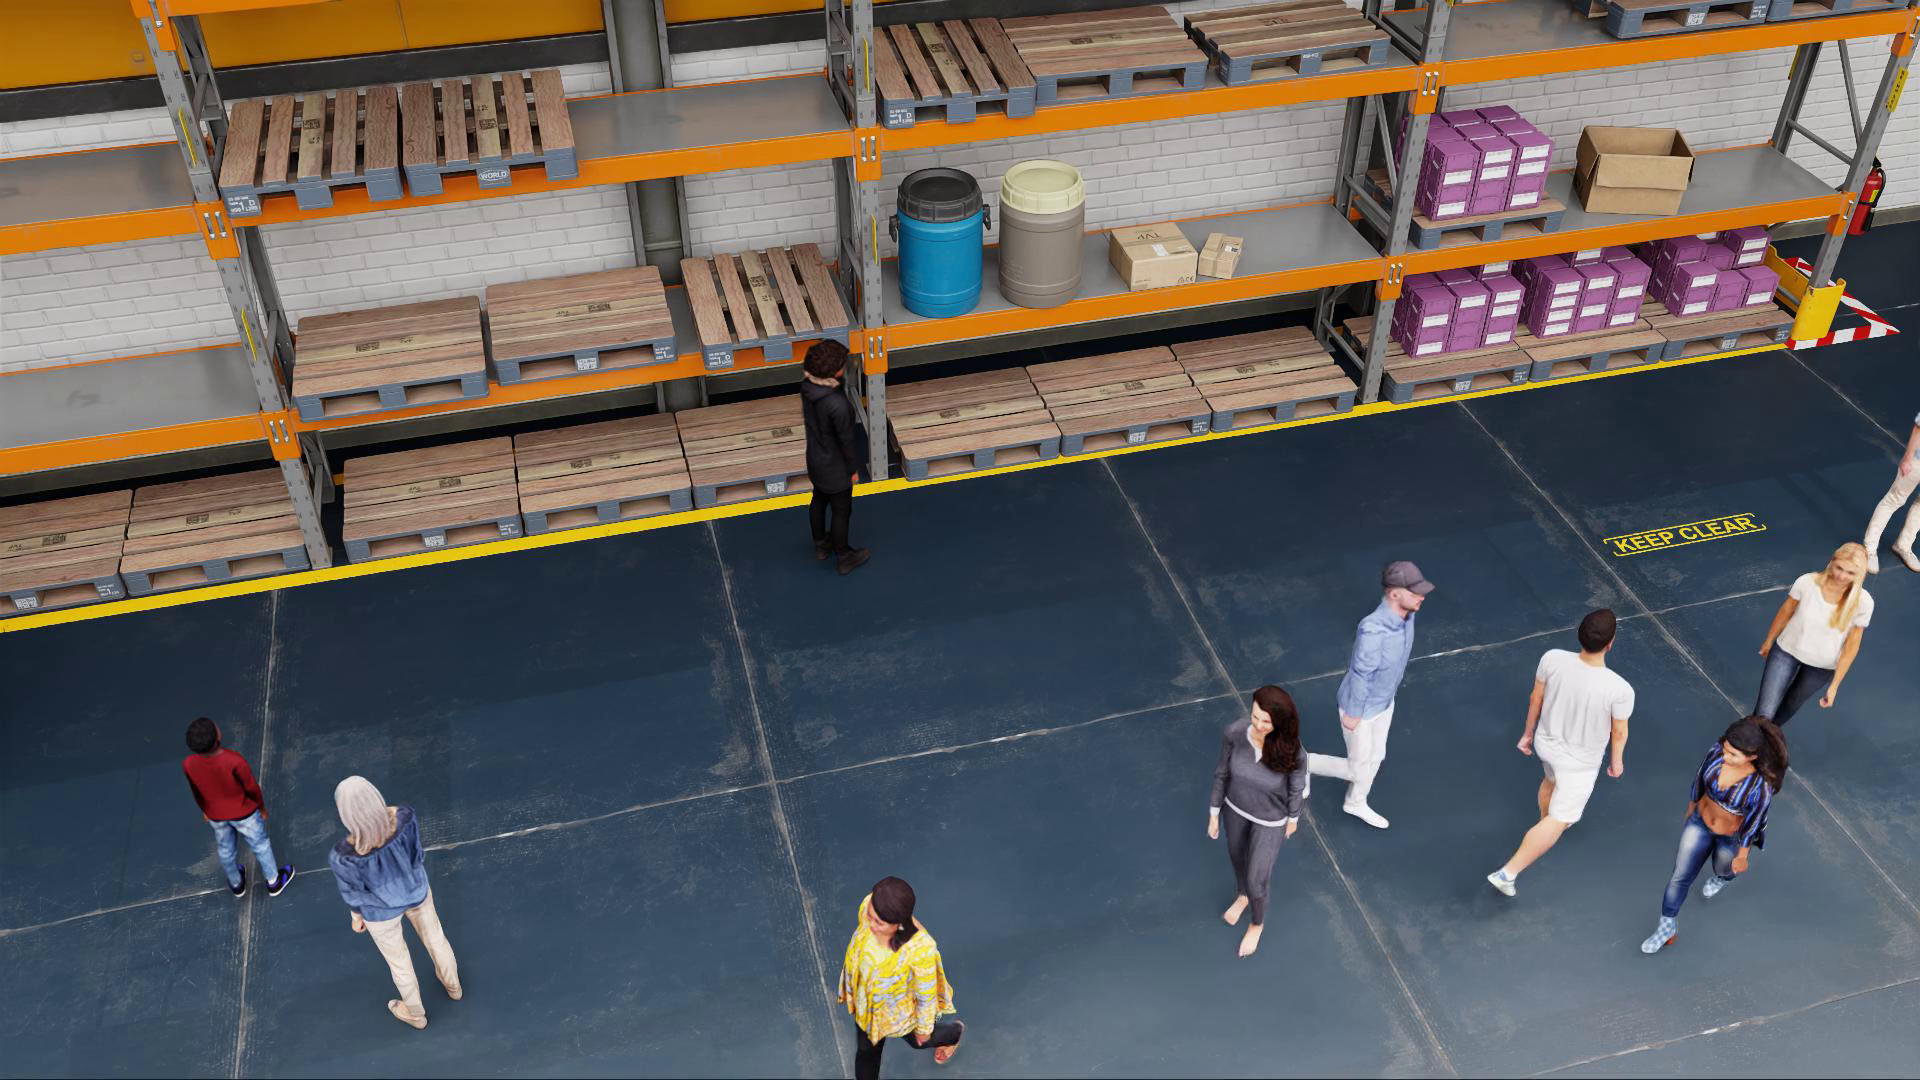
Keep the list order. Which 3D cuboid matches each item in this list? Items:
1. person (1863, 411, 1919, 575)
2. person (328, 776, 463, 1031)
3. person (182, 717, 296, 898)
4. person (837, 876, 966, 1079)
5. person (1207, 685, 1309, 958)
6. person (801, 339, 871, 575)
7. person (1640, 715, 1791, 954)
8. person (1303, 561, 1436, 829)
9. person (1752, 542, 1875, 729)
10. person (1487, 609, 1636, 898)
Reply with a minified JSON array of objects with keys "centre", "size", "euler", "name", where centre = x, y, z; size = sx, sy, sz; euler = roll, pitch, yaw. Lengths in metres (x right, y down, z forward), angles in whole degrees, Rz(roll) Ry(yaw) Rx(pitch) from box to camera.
[{"centre":[6.545,-0.594,11.141],"size":[0.572,1.847,0.758],"euler":[-1,39,-1],"name":"person"},{"centre":[-2.808,1.794,8.273],"size":[0.769,1.704,0.678],"euler":[28,47,31],"name":"person"},{"centre":[-3.966,1.461,9.045],"size":[0.490,1.250,0.609],"euler":[-1,39,-1],"name":"person"},{"centre":[-0.236,2.143,7.893],"size":[1.046,1.623,1.175],"euler":[28,46,30],"name":"person"},{"centre":[1.581,1.366,8.757],"size":[0.764,1.758,0.822],"euler":[22,43,25],"name":"person"},{"centre":[-0.869,-0.542,11.132],"size":[0.718,1.775,0.703],"euler":[-28,46,-30],"name":"person"},{"centre":[4.029,1.501,8.717],"size":[1.089,1.597,0.845],"euler":[-25,45,-28],"name":"person"},{"centre":[2.224,0.847,9.316],"size":[0.973,1.872,0.948],"euler":[30,47,32],"name":"person"},{"centre":[4.889,0.653,9.636],"size":[0.999,1.775,1.042],"euler":[20,43,23],"name":"person"},{"centre":[3.232,1.169,8.947],"size":[1.283,1.829,0.999],"euler":[-26,46,-29],"name":"person"}]
